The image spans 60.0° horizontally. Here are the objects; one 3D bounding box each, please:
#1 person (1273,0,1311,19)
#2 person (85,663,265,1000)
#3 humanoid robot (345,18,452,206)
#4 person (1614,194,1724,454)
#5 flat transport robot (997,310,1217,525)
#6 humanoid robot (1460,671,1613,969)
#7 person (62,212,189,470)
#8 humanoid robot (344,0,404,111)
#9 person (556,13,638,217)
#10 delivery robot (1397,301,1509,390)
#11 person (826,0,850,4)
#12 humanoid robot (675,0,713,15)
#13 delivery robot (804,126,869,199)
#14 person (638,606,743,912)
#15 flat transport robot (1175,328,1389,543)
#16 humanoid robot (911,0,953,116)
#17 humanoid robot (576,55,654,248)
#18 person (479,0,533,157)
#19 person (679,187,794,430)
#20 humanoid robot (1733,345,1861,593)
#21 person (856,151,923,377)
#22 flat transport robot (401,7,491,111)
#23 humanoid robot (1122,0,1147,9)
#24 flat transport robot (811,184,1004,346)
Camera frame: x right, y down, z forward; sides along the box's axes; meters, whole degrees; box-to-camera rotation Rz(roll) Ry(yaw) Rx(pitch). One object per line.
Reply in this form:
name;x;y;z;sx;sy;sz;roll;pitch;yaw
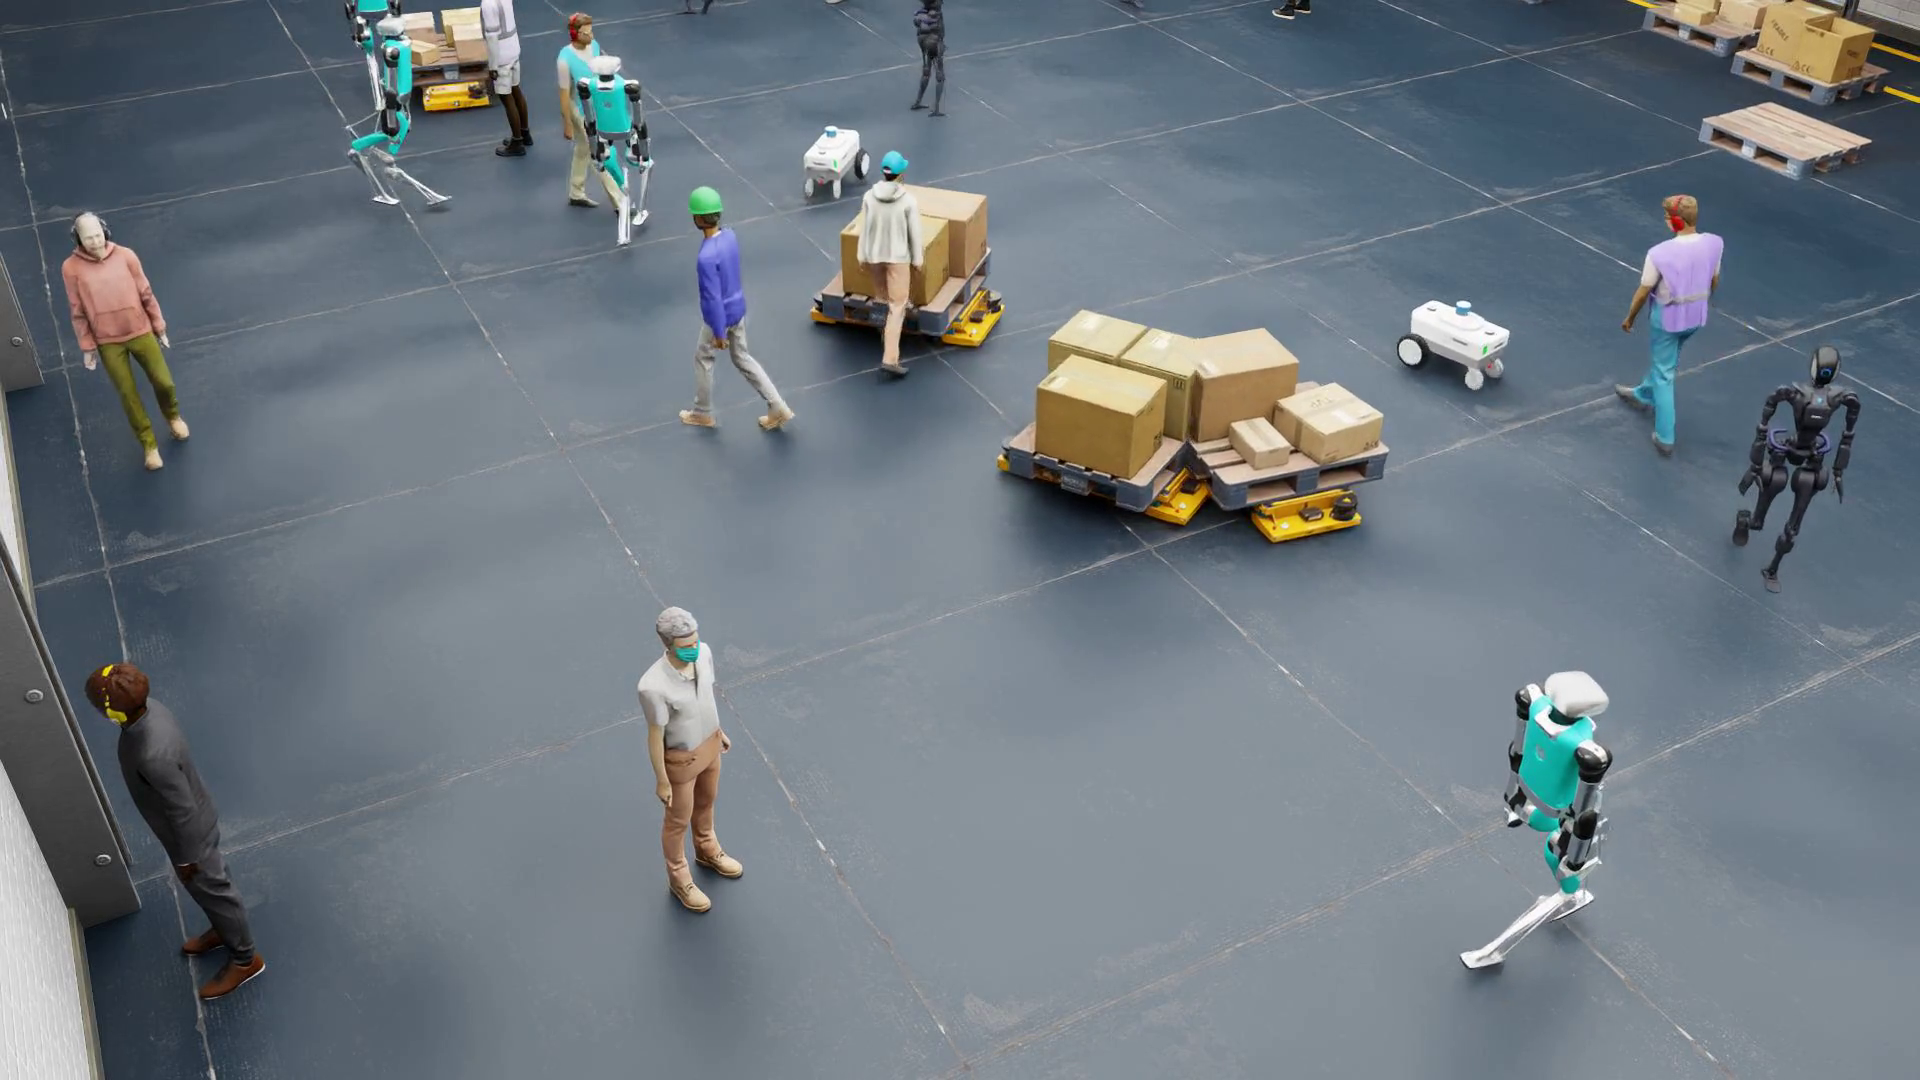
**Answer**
person;3.971;-7.082;19.361;0.605;1.958;0.369;-27;43;-33
person;-3.513;1.292;7.474;0.361;1.873;0.492;-19;39;-25
humanoid robot;-5.122;-3.731;14.776;0.919;1.766;0.562;-1;35;-1
person;4.935;-1.536;11.586;0.591;1.785;0.846;-12;37;-16
flat transport robot;1.035;-0.522;11.461;1.431;0.231;0.659;19;39;24
humanoid robot;2.862;1.268;7.666;1.022;1.761;0.540;-14;37;-19
person;-5.683;-1.364;11.301;0.556;1.828;0.482;-16;38;-22
humanoid robot;-5.904;-5.177;16.823;0.542;1.771;0.764;-12;37;-17
person;-3.206;-3.766;14.749;0.885;1.803;0.571;7;36;10
delivery robot;3.760;-1.532;12.667;0.499;0.611;0.792;-27;43;-33
person;-1.519;-7.415;19.848;0.428;1.938;0.566;-13;37;-17
humanoid robot;-3.184;-6.969;19.439;0.465;1.640;0.593;-4;35;-6
delivery robot;-1.186;-3.572;15.579;0.499;0.609;0.807;9;36;13
person;-1.294;1.021;7.969;0.301;1.744;0.494;20;39;26
flat transport robot;2.104;-0.483;11.406;0.659;0.231;1.431;-11;37;-16
humanoid robot;-0.311;-5.158;16.868;0.378;1.642;0.612;-10;36;-14
humanoid robot;-2.882;-3.387;14.291;0.530;1.729;1.027;3;35;4
person;-4.402;-4.637;15.889;0.384;1.930;0.542;3;35;4
person;-1.610;-1.576;11.612;0.843;1.835;0.468;15;38;20
humanoid robot;5.127;-0.497;10.210;0.588;1.640;0.564;7;36;10
person;-0.546;-2.066;12.479;0.506;1.635;0.767;7;36;10
flat transport robot;-5.415;-4.931;17.756;0.659;0.231;1.431;-10;36;-13
humanoid robot;2.153;-7.142;19.696;0.504;1.644;0.612;22;41;28
flat transport robot;-0.419;-1.880;13.399;1.431;0.231;0.659;11;37;16
